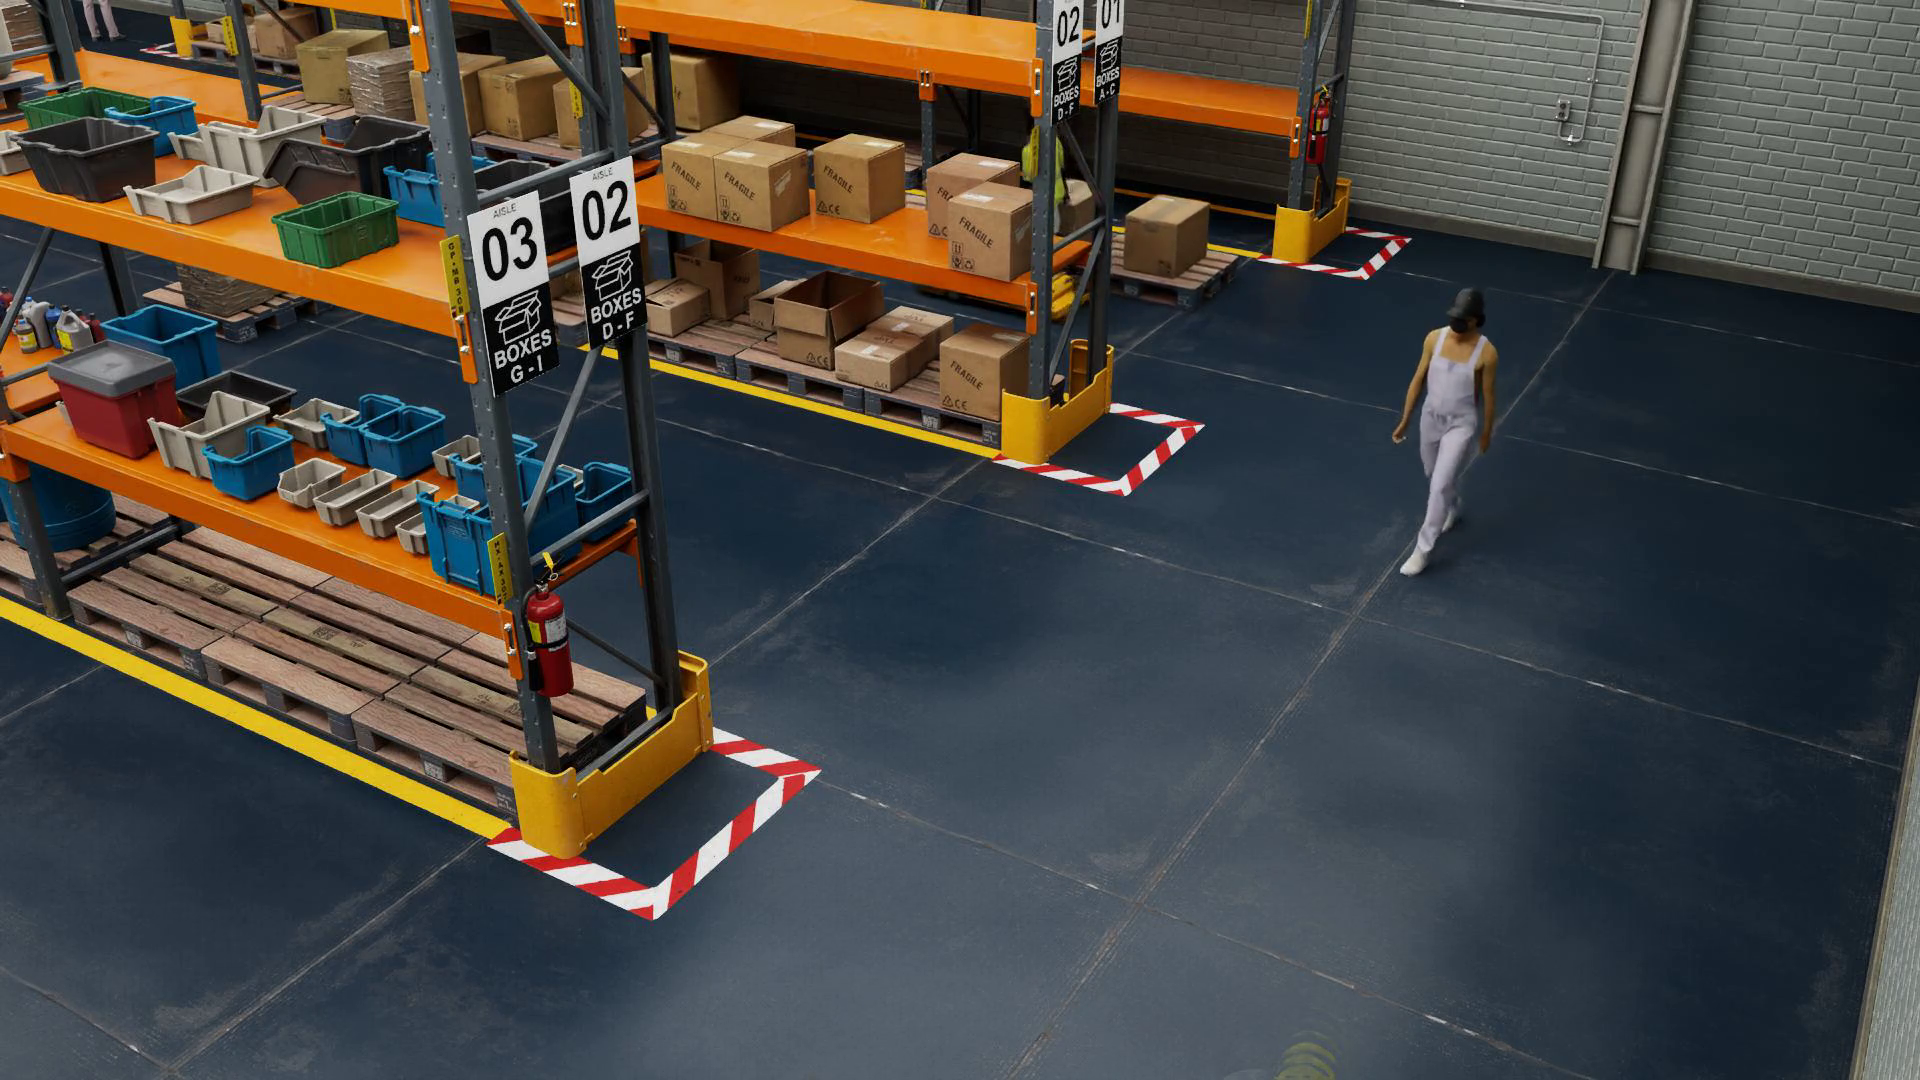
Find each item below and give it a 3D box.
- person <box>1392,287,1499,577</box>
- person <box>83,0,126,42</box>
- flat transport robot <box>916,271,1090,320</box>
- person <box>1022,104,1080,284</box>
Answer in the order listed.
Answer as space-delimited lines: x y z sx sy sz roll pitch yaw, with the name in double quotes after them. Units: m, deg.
3.066 -0.757 10.376 0.496 1.806 0.904 25 38 37 "person"
-12.112 -7.879 23.150 0.569 1.844 0.381 0 29 0 "person"
0.382 -2.252 14.673 1.431 0.231 0.659 17 33 27 "flat transport robot"
0.734 -2.989 14.597 0.934 1.629 0.560 14 32 24 "person"
